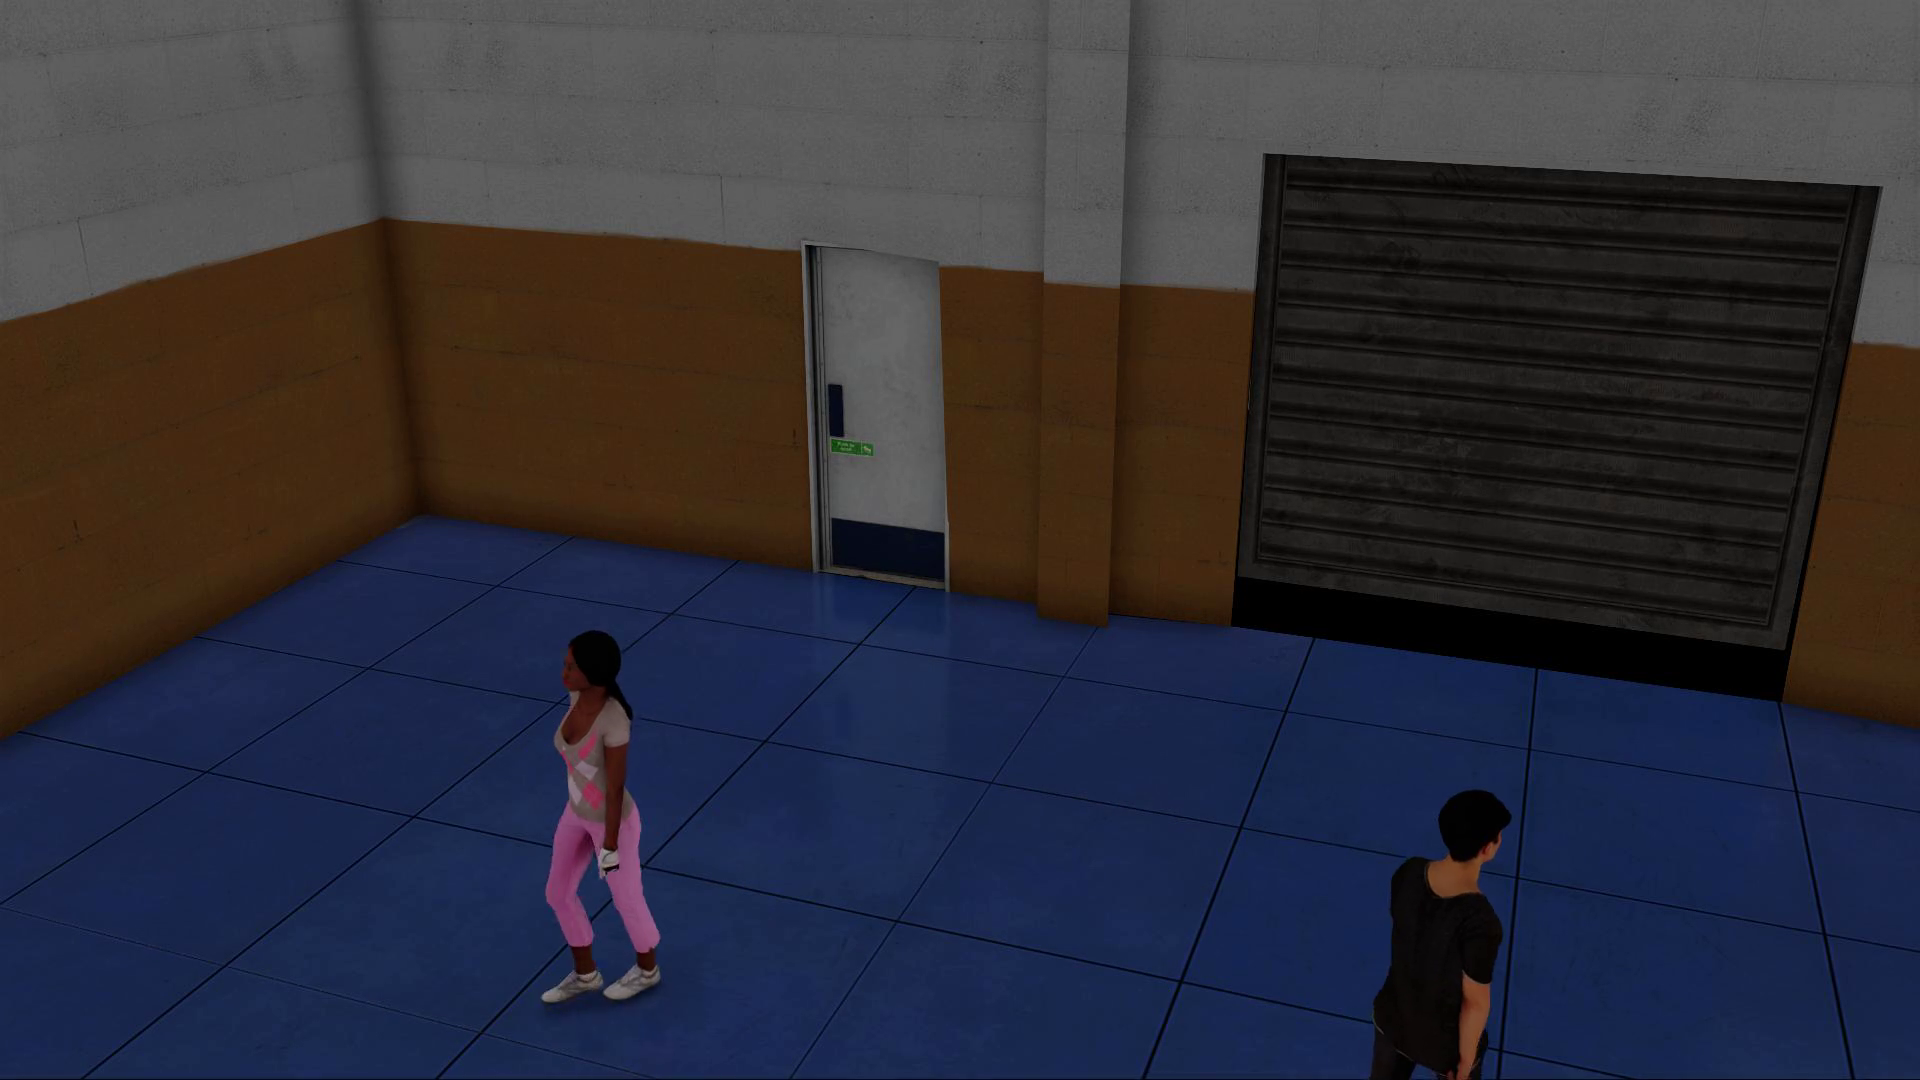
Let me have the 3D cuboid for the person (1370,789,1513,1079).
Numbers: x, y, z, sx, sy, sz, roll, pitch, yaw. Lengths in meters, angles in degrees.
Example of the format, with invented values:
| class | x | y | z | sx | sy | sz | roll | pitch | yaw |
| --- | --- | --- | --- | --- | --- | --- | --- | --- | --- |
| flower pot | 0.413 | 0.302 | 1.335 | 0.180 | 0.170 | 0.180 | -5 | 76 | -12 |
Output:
| class | x | y | z | sx | sy | sz | roll | pitch | yaw |
| --- | --- | --- | --- | --- | --- | --- | --- | --- | --- |
| person | 1.551 | 1.643 | 5.682 | 1.058 | 1.677 | 1.089 | -15 | 26 | -32 |

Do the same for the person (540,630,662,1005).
| class | x | y | z | sx | sy | sz | roll | pitch | yaw |
| --- | --- | --- | --- | --- | --- | --- | --- | --- | --- |
| person | -1.387 | 1.146 | 6.854 | 0.862 | 1.726 | 0.813 | -16 | 27 | -34 |
